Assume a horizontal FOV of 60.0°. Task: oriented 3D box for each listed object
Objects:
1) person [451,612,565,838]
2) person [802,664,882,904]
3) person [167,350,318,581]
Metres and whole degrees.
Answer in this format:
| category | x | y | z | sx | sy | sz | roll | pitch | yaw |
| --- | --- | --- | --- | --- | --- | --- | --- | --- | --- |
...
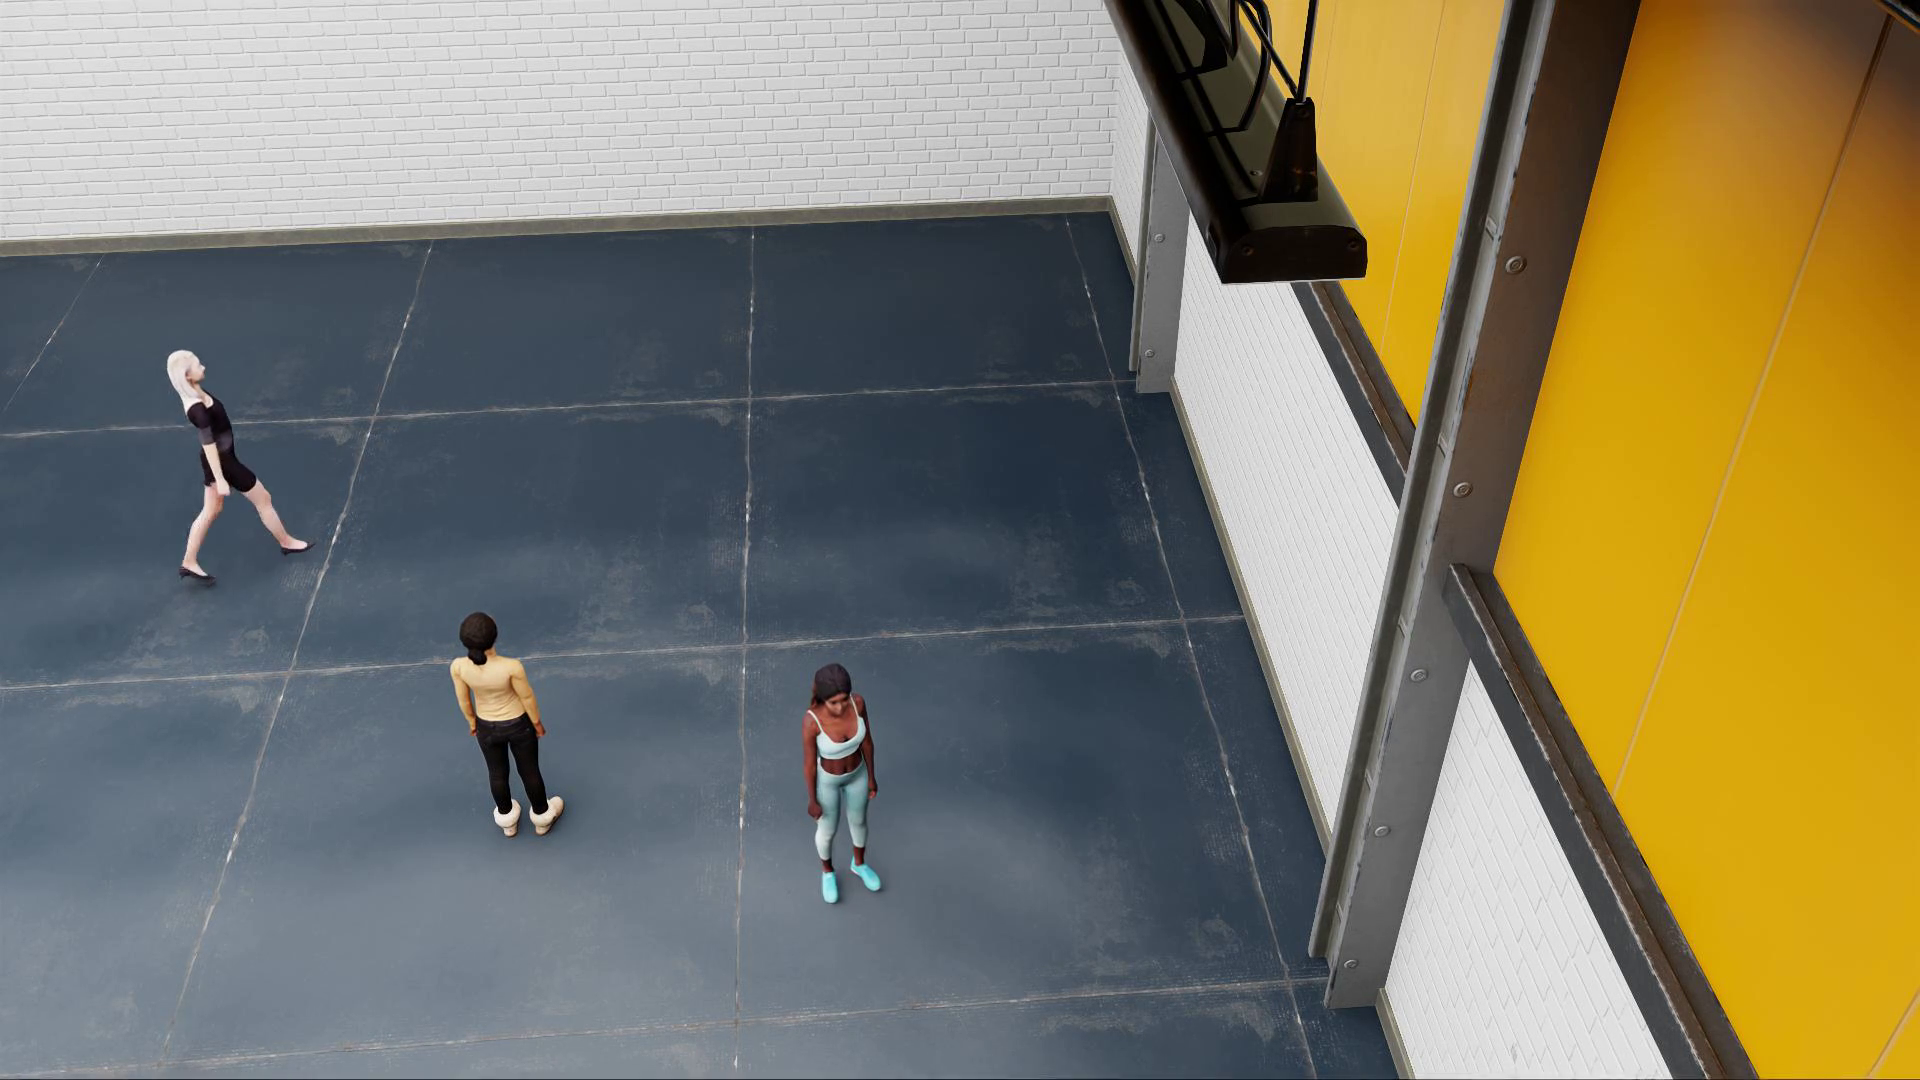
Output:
| category | x | y | z | sx | sy | sz | roll | pitch | yaw |
| --- | --- | --- | --- | --- | --- | --- | --- | --- | --- |
| person | -2.597 | 1.052 | 9.468 | 0.595 | 1.660 | 0.579 | 0 | 39 | 0 |
| person | -0.658 | 1.311 | 9.092 | 0.644 | 1.723 | 0.652 | -19 | 42 | -22 |
| person | -5.093 | -0.454 | 11.250 | 1.060 | 1.788 | 1.161 | -24 | 45 | -27 |
